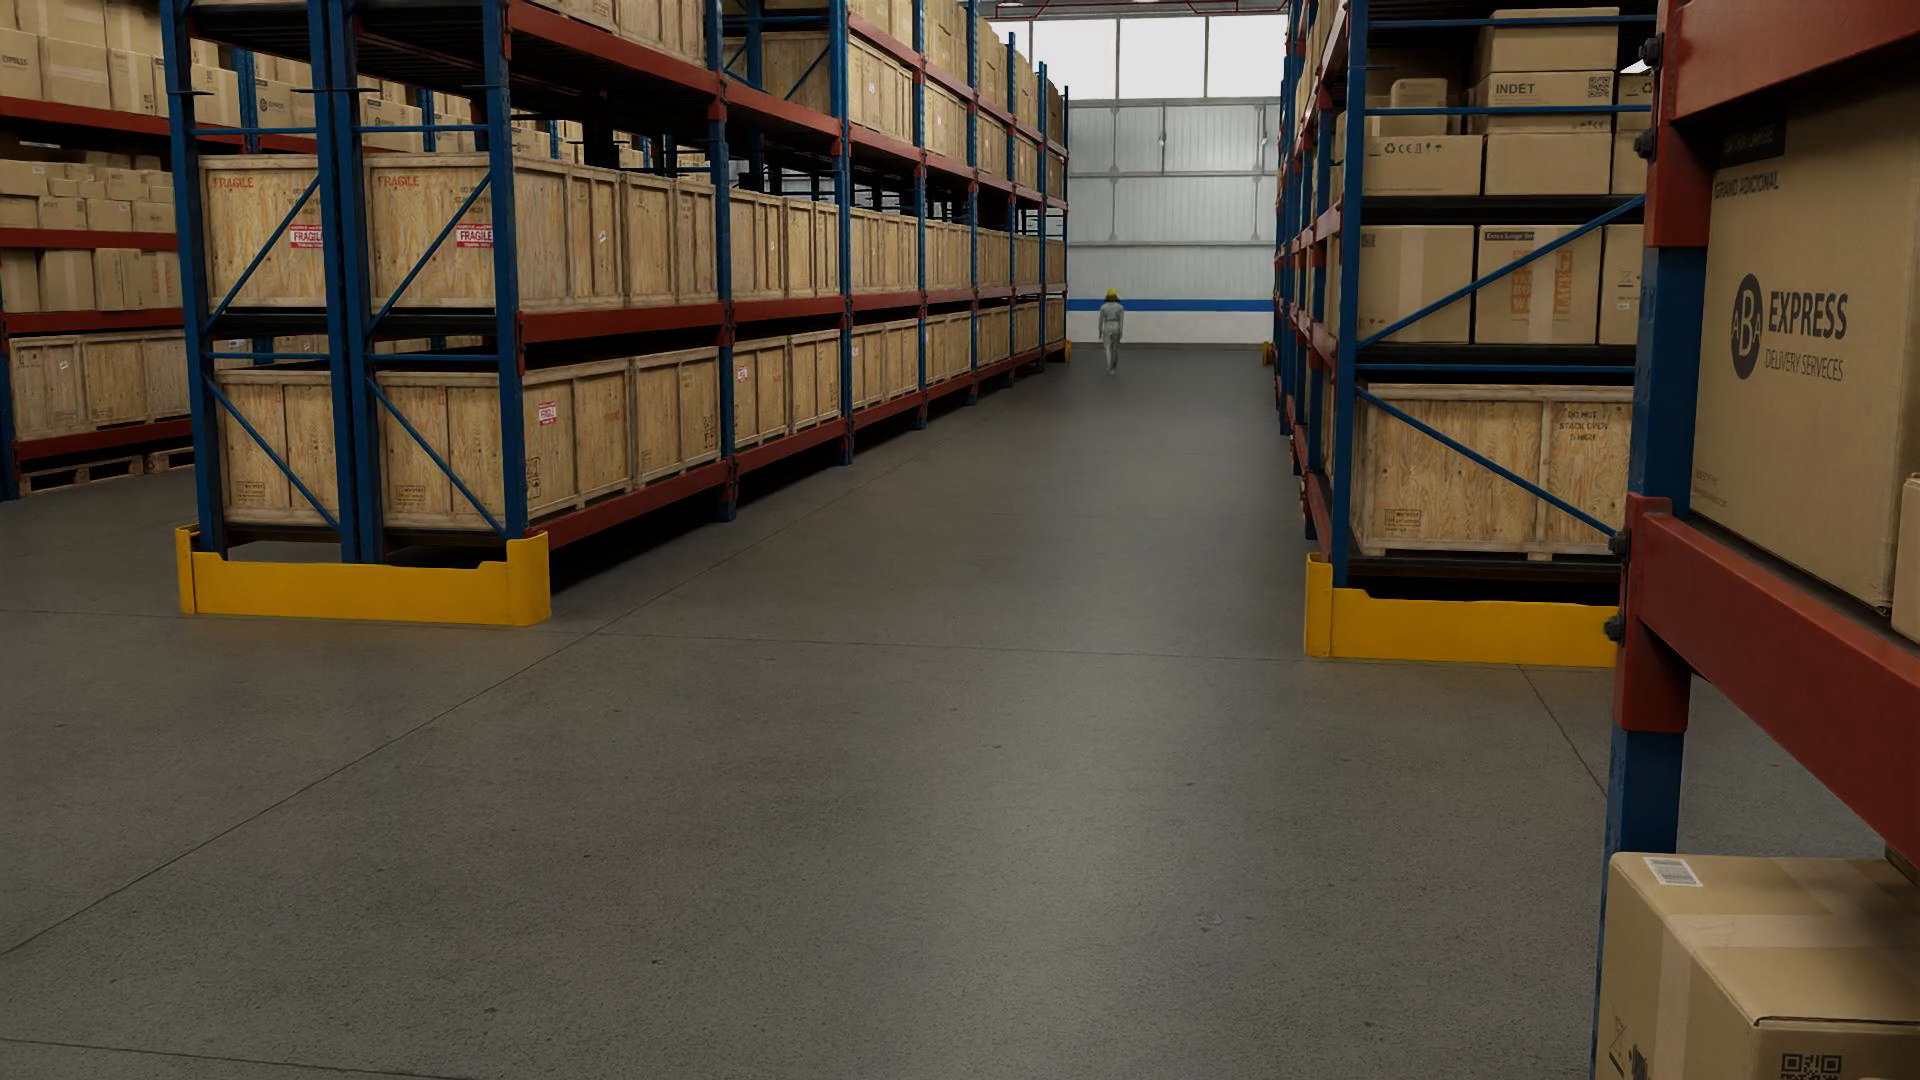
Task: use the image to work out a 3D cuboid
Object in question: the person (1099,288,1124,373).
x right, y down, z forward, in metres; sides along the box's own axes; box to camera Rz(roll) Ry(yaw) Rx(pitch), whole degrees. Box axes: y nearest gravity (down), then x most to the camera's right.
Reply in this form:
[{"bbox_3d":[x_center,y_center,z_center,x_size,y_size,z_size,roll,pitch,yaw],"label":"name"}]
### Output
[{"bbox_3d":[3.019,-4.168,33.153,0.487,1.722,0.660,1,9,4],"label":"person"}]
